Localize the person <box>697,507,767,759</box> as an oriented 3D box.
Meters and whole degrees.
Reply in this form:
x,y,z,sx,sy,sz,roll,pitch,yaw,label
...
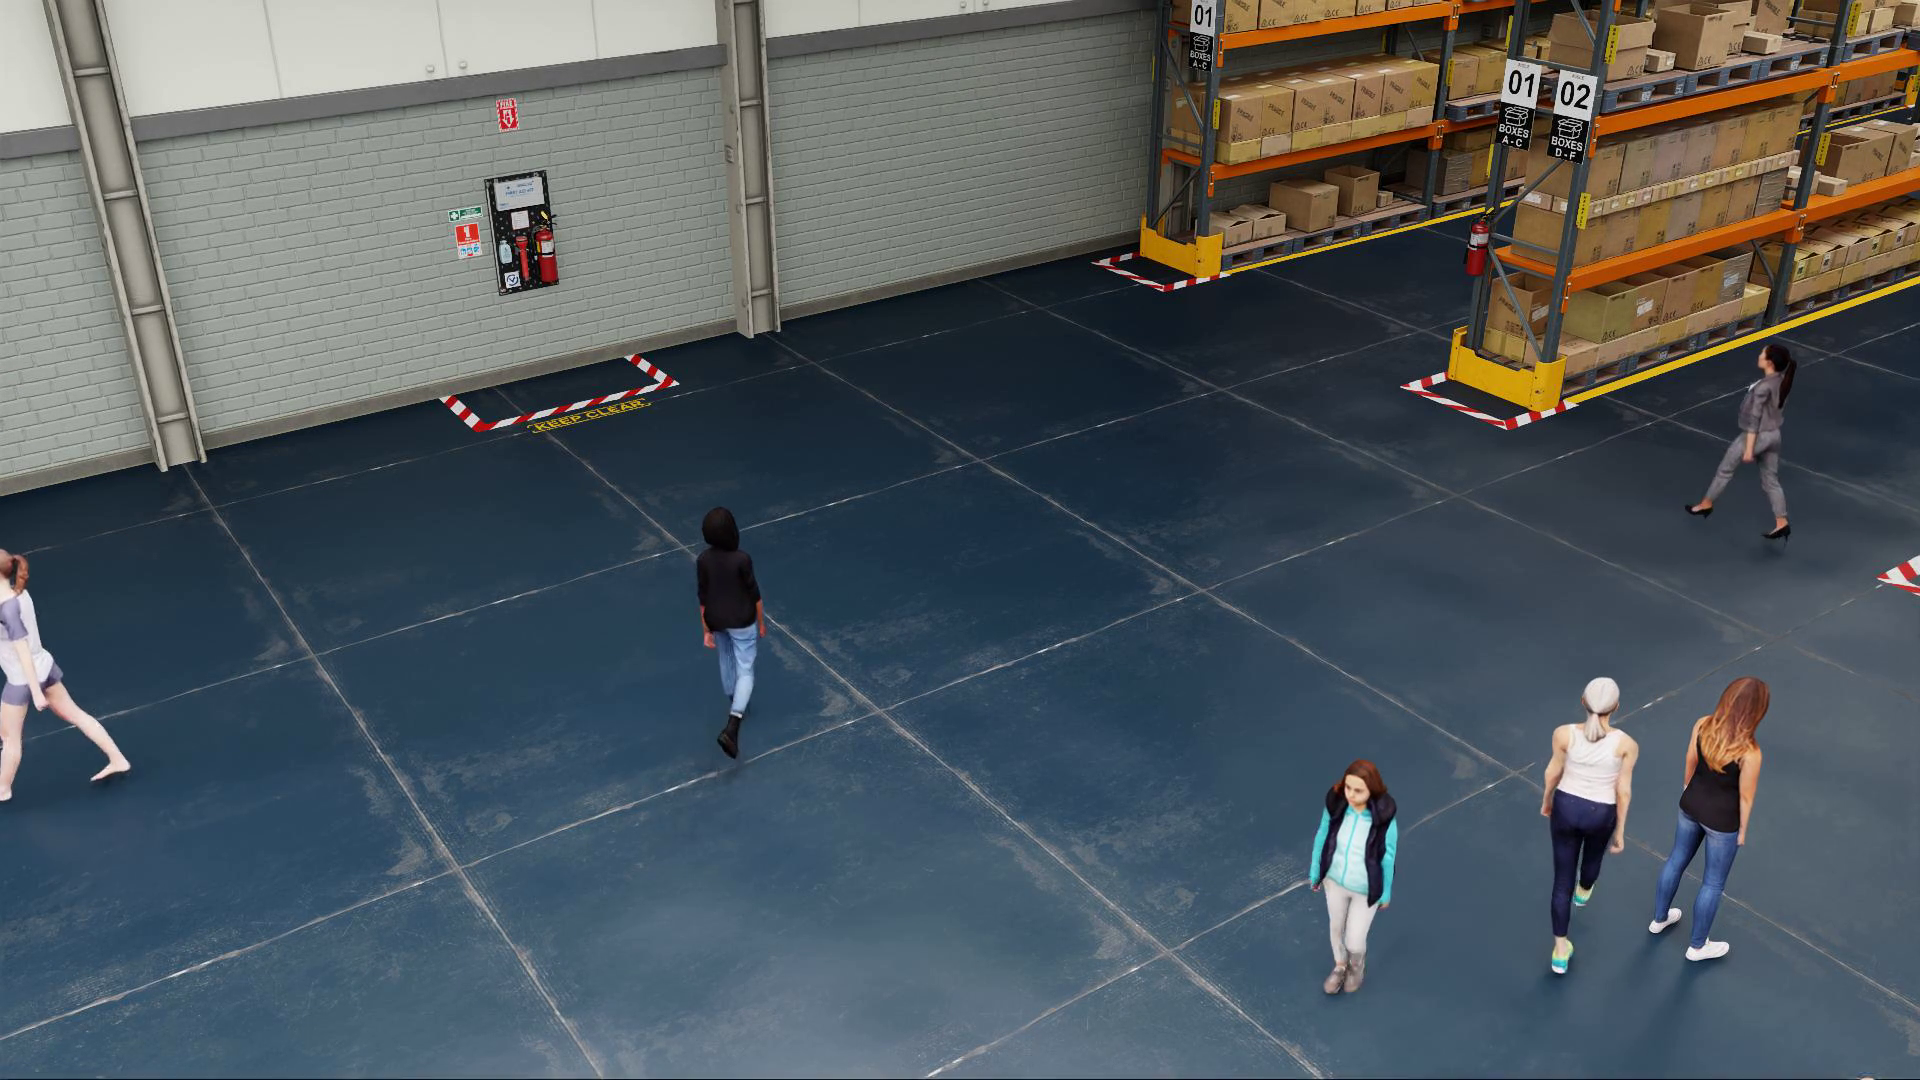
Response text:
x,y,z,sx,sy,sz,roll,pitch,yaw,label
-1.488,0.606,10.797,1.022,1.667,1.097,5,28,9,person

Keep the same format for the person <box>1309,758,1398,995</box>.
x,y,z,sx,sy,sz,roll,pitch,yaw,label
2.104,1.753,8.765,0.661,1.489,0.683,18,32,31,person

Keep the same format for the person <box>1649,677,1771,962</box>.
x,y,z,sx,sy,sz,roll,pitch,yaw,label
4.075,1.488,9.025,0.547,1.721,0.619,-13,30,-23,person

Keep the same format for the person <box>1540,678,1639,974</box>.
x,y,z,sx,sy,sz,roll,pitch,yaw,label
3.320,1.568,8.927,0.992,1.669,1.177,12,30,22,person

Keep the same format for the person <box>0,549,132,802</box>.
x,y,z,sx,sy,sz,roll,pitch,yaw,label
-5.650,0.846,10.283,1.223,1.711,0.860,-7,28,-14,person

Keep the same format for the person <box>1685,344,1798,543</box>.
x,y,z,sx,sy,sz,roll,pitch,yaw,label
6.538,-0.738,13.450,1.031,1.628,0.686,-18,32,-31,person
